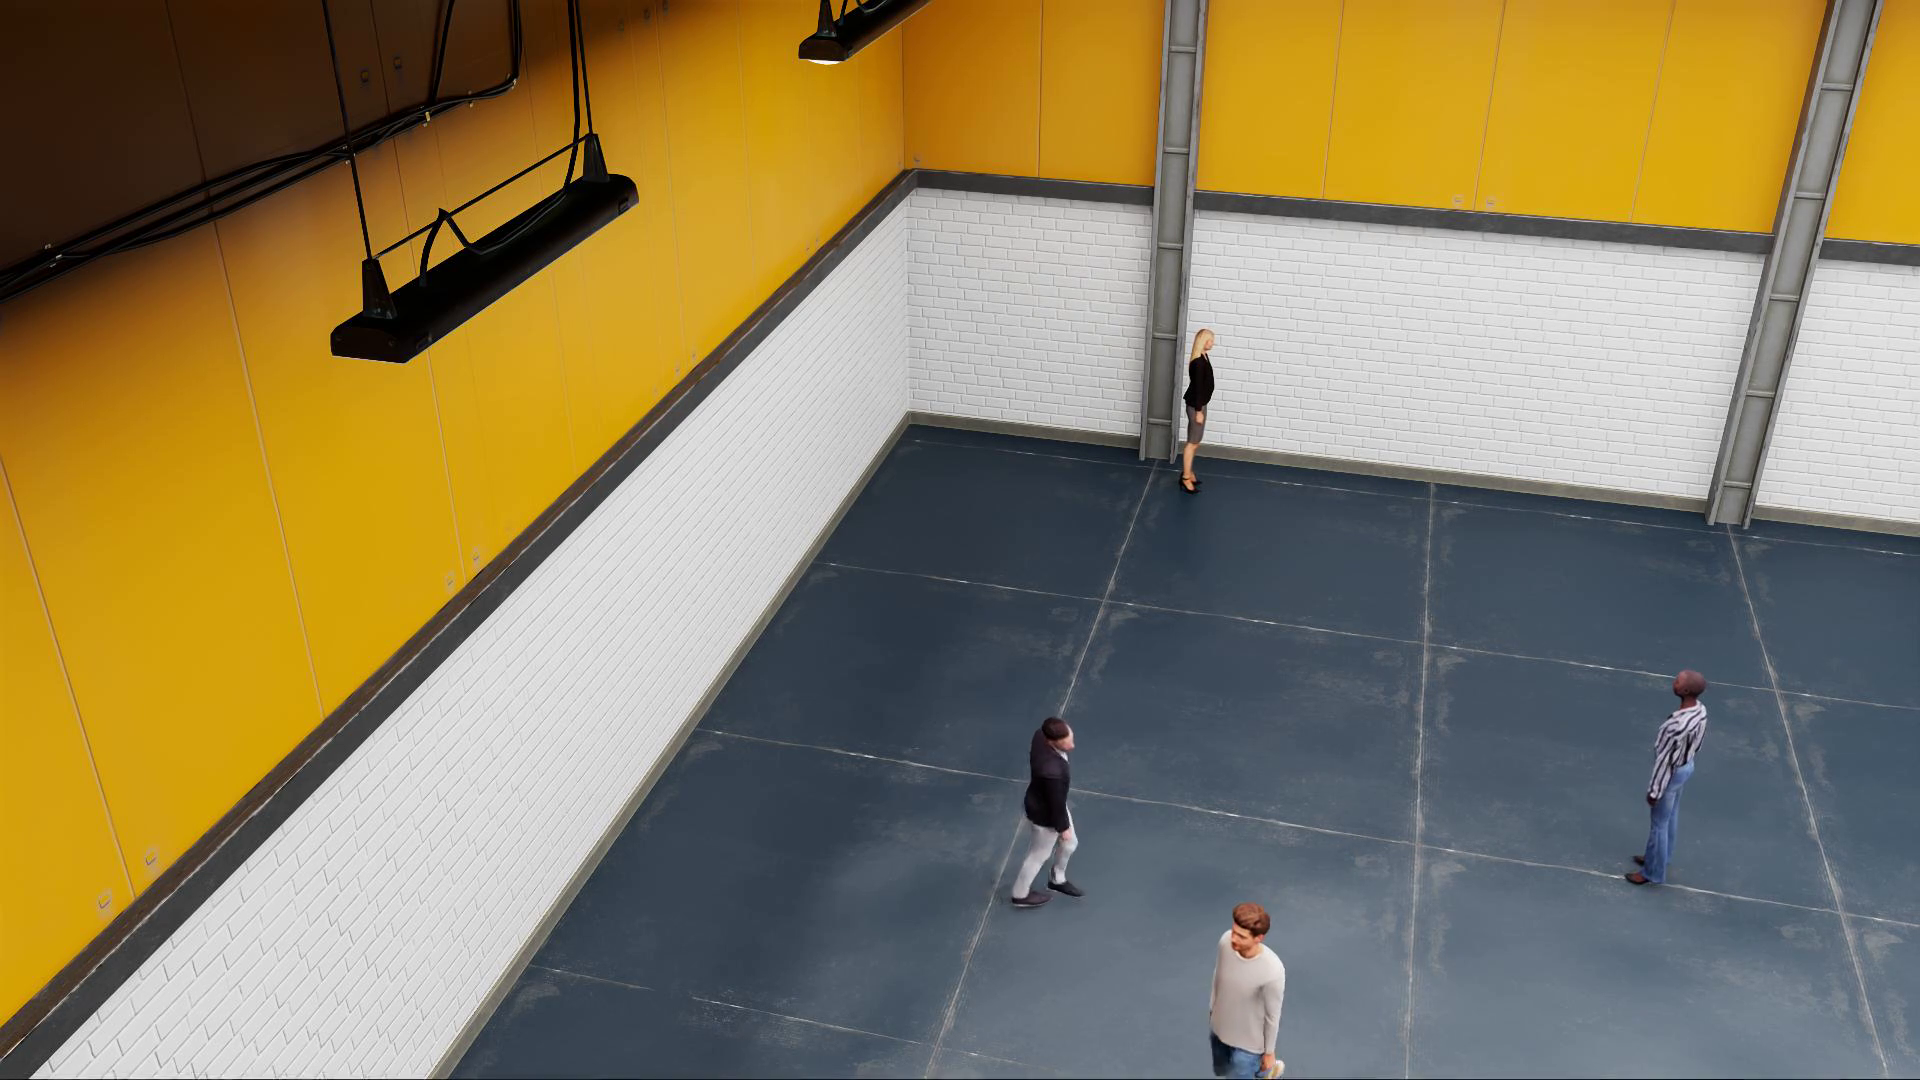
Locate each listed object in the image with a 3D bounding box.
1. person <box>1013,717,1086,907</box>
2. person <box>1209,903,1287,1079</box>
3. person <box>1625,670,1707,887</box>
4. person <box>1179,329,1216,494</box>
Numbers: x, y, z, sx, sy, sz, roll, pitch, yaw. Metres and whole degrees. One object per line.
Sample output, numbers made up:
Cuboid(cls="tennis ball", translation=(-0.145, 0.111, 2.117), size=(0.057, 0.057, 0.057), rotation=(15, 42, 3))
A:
Cuboid(cls="person", translation=(0.562, 1.906, 11.706), size=(0.808, 1.785, 0.795), rotation=(-4, 29, -6))
Cuboid(cls="person", translation=(1.715, 2.870, 9.835), size=(1.109, 1.885, 1.111), rotation=(-21, 35, -33))
Cuboid(cls="person", translation=(5.147, 1.725, 12.029), size=(0.658, 1.794, 0.689), rotation=(20, 34, 32))
Cuboid(cls="person", translation=(2.507, -1.374, 17.659), size=(0.546, 1.842, 0.604), rotation=(6, 29, 10))
